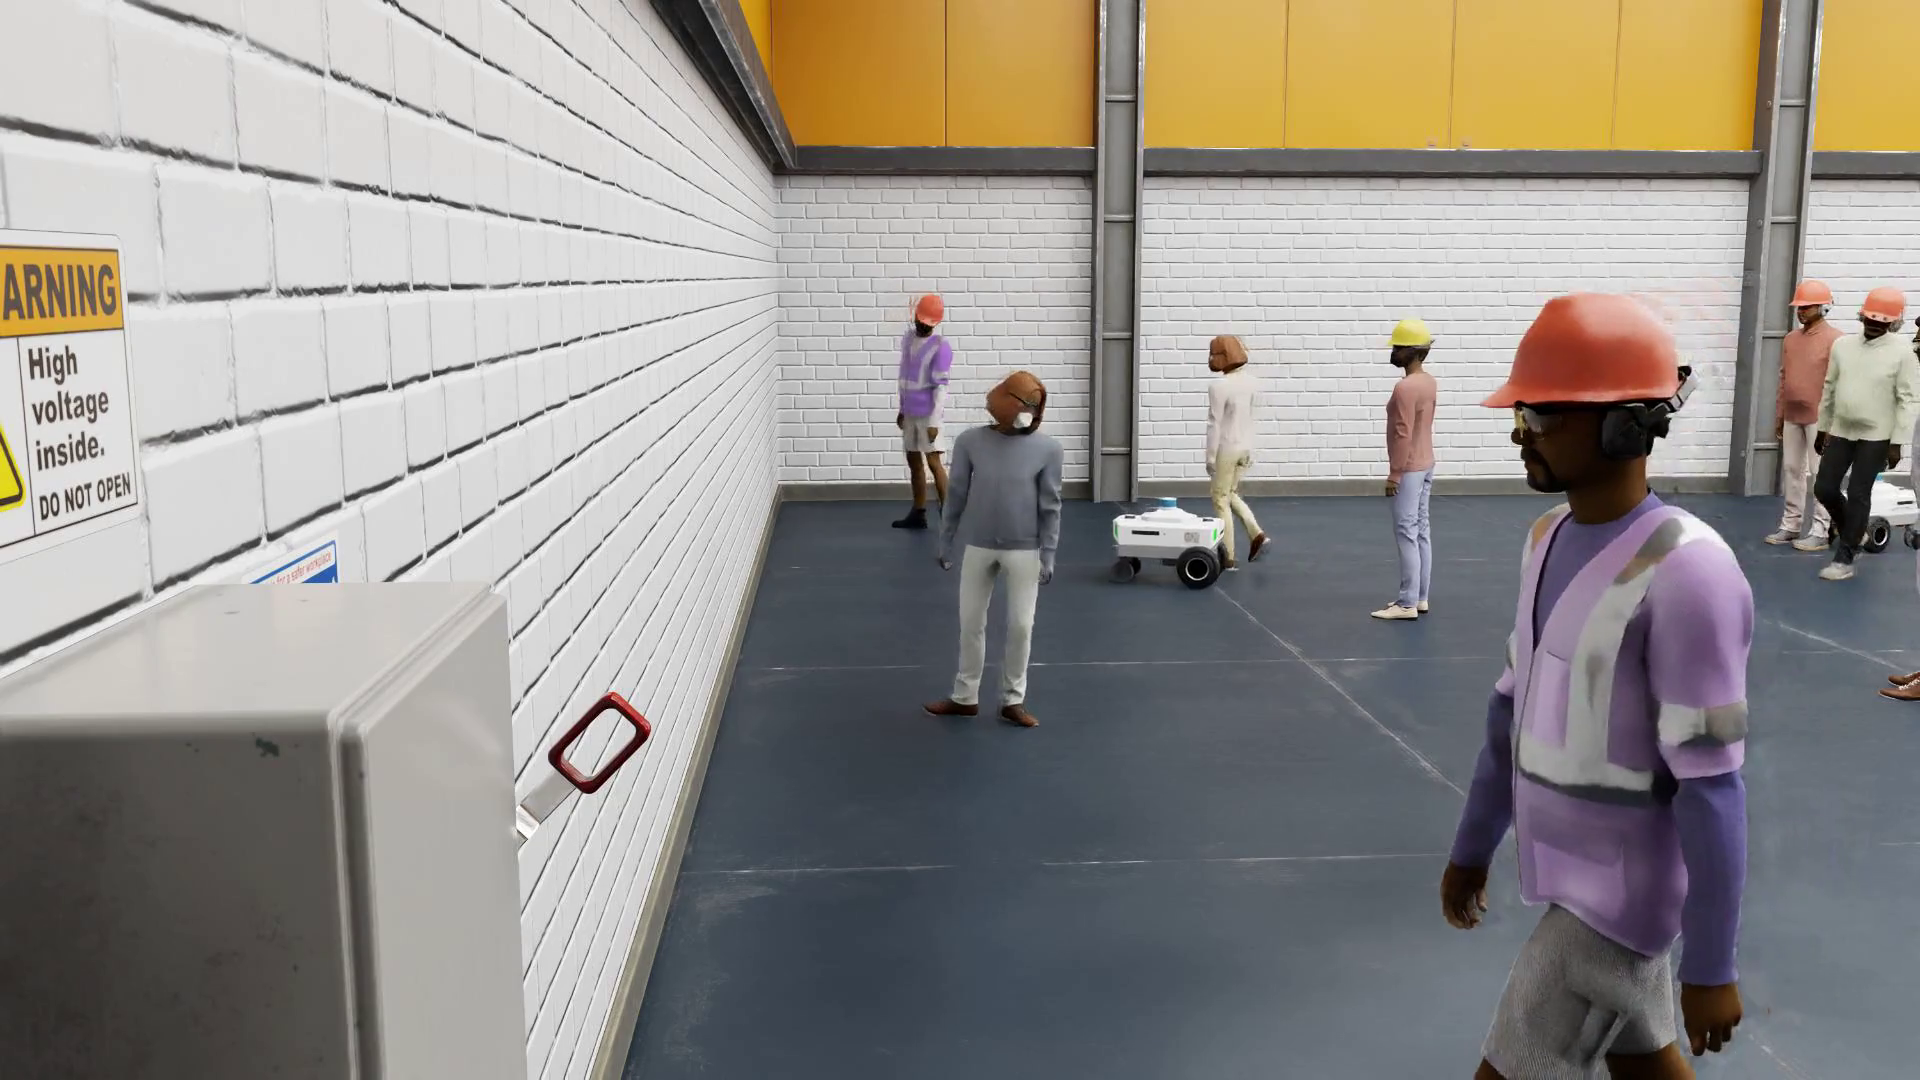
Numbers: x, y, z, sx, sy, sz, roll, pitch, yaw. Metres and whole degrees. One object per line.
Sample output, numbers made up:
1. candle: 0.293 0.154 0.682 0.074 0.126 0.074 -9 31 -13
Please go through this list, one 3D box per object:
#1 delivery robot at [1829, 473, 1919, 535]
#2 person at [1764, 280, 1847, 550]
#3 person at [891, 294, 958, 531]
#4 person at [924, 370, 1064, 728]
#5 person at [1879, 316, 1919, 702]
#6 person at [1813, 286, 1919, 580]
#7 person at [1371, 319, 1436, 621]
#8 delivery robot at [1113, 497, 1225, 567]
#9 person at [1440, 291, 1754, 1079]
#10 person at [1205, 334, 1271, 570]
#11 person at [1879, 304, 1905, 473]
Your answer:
1. delivery robot: 6.784 -0.261 12.351 0.707 0.478 0.477 -4 10 -24
2. person: 6.269 -0.920 12.316 0.407 1.987 0.614 -3 9 -16
3. person: -0.304 -0.984 13.067 0.369 1.885 0.663 -7 11 -37
4. person: 0.126 0.048 7.414 0.657 1.611 0.286 2 9 11
5. person: 4.623 -0.155 7.886 0.309 1.864 0.535 7 11 37
6. person: 5.987 -0.700 11.016 0.519 1.957 0.658 -6 11 -32
7. person: 2.627 -0.410 9.798 0.314 1.767 0.533 6 11 32
8. delivery robot: 1.370 -0.037 10.945 0.707 0.478 0.477 3 9 16
9. person: 1.013 0.576 2.903 1.054 1.983 0.630 0 9 1
10. person: 1.857 -0.589 11.352 0.409 1.618 0.516 8 12 40
11. person: 7.279 -0.996 13.237 0.348 1.843 0.544 3 9 17
